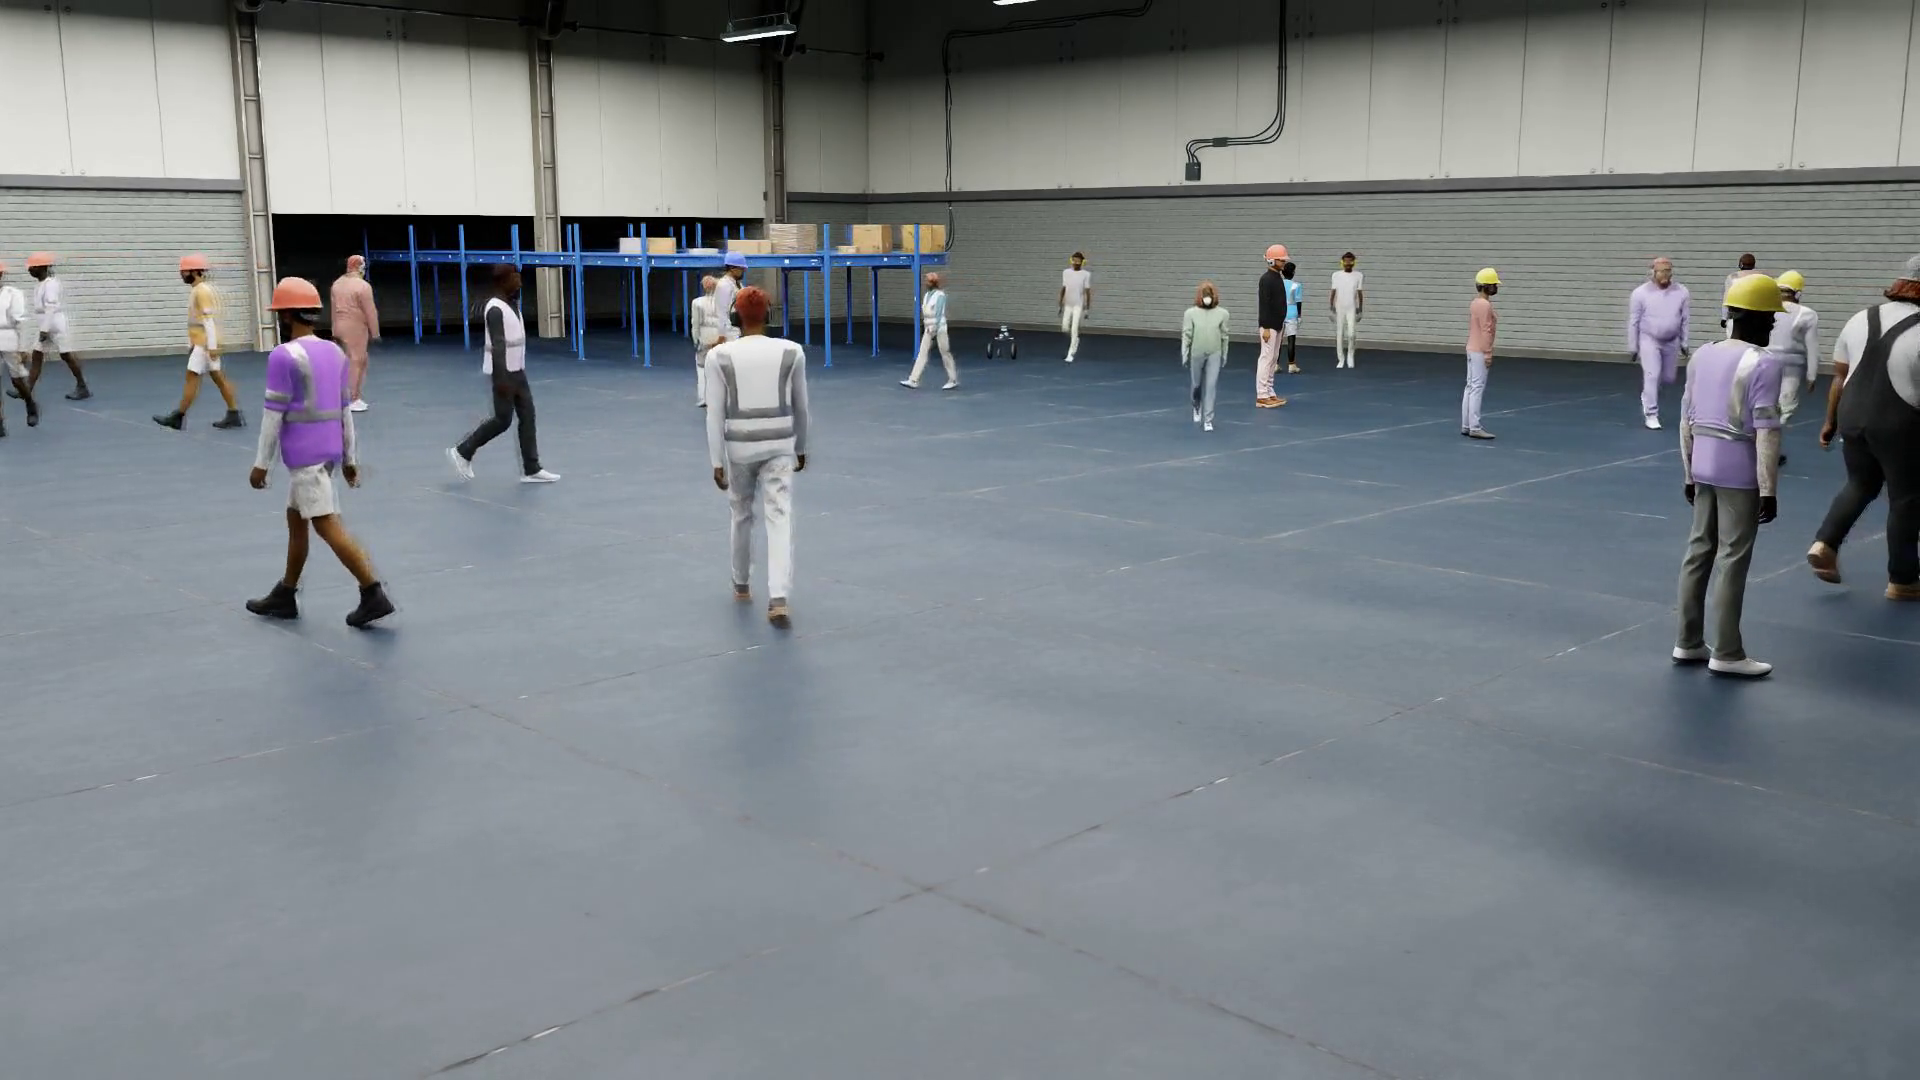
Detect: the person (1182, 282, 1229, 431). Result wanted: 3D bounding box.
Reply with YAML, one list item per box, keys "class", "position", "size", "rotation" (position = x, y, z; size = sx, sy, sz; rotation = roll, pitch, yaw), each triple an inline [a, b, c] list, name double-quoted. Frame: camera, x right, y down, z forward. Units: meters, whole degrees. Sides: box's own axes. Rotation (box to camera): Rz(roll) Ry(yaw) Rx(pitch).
- class: "person"
  position: [2.694, -2.031, 18.289]
  size: [0.506, 1.610, 0.686]
  rotation: [1, 10, 5]

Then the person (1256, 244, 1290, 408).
- class: "person"
  position: [3.883, -2.654, 20.621]
  size: [0.386, 1.992, 0.625]
  rotation: [5, 12, 27]

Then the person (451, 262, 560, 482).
- class: "person"
  position: [-3.931, -1.434, 14.258]
  size: [0.842, 1.893, 0.602]
  rotation: [0, 10, 2]

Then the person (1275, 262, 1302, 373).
- class: "person"
  position: [5.041, -3.437, 25.708]
  size: [0.536, 1.696, 0.322]
  rotation: [8, 13, 38]

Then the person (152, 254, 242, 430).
- class: "person"
  position: [-8.358, -2.143, 18.091]
  size: [0.953, 1.891, 0.574]
  rotation: [-5, 12, -25]

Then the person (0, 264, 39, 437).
- class: "person"
  position: [-10.185, -2.078, 17.721]
  size: [0.548, 1.912, 0.814]
  rotation: [-2, 11, -9]

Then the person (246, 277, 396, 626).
- class: "person"
  position: [-3.517, -0.477, 9.056]
  size: [0.972, 1.896, 0.549]
  rotation: [2, 11, 10]

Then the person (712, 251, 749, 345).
- class: "person"
  position: [-2.607, -2.402, 19.438]
  size: [0.644, 1.917, 0.634]
  rotation: [0, 10, -2]

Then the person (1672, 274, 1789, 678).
- class: "person"
  position: [3.750, -0.316, 8.061]
  size: [0.382, 1.924, 0.594]
  rotation: [-3, 11, -15]

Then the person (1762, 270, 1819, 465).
- class: "person"
  position: [7.441, -1.541, 15.099]
  size: [0.839, 1.806, 0.602]
  rotation: [-10, 14, -42]

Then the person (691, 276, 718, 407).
- class: "person"
  position: [-3.038, -2.403, 20.286]
  size: [0.530, 1.614, 0.647]
  rotation: [-4, 11, -21]

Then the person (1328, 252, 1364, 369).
- class: "person"
  position: [6.122, -3.637, 26.412]
  size: [0.507, 1.845, 0.689]
  rotation: [3, 11, 17]

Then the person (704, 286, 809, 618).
- class: "person"
  position: [-1.130, -0.497, 9.344]
  size: [0.578, 1.835, 1.006]
  rotation: [-2, 11, -10]

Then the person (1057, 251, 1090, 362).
- class: "person"
  position: [1.933, -3.928, 27.979]
  size: [0.589, 1.839, 0.615]
  rotation: [5, 11, 24]

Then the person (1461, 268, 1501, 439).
- class: "person"
  position: [5.476, -1.957, 17.444]
  size: [0.315, 1.770, 0.523]
  rotation: [0, 10, 2]

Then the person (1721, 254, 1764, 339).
- class: "person"
  position: [11.464, -3.263, 24.362]
  size: [0.633, 1.843, 0.429]
  rotation: [0, 10, 3]

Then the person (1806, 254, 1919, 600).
- class: "person"
  position: [5.395, -0.641, 9.638]
  size: [0.771, 2.000, 0.743]
  rotation: [-4, 11, -22]

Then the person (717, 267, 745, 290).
- class: "person"
  position: [-2.848, -2.665, 21.174]
  size: [0.535, 1.814, 0.633]
  rotation: [2, 11, 12]

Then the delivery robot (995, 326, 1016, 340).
- class: "delivery robot"
  position: [0.766, -3.598, 28.853]
  size: [0.335, 0.223, 0.698]
  rotation: [2, 11, 11]

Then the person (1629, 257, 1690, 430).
- class: "person"
  position: [7.718, -2.193, 18.427]
  size: [0.640, 1.877, 0.744]
  rotation: [0, 10, -2]

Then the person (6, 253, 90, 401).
- class: "person"
  position: [-11.692, -2.717, 21.267]
  size: [0.561, 1.883, 0.990]
  rotation: [9, 13, 39]

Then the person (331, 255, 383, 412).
- class: "person"
  position: [-7.234, -2.482, 20.021]
  size: [0.647, 1.873, 0.606]
  rotation: [9, 14, 41]

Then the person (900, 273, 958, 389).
- class: "person"
  position: [-0.383, -2.850, 22.782]
  size: [0.857, 1.592, 0.527]
  rotation: [-7, 12, -32]
